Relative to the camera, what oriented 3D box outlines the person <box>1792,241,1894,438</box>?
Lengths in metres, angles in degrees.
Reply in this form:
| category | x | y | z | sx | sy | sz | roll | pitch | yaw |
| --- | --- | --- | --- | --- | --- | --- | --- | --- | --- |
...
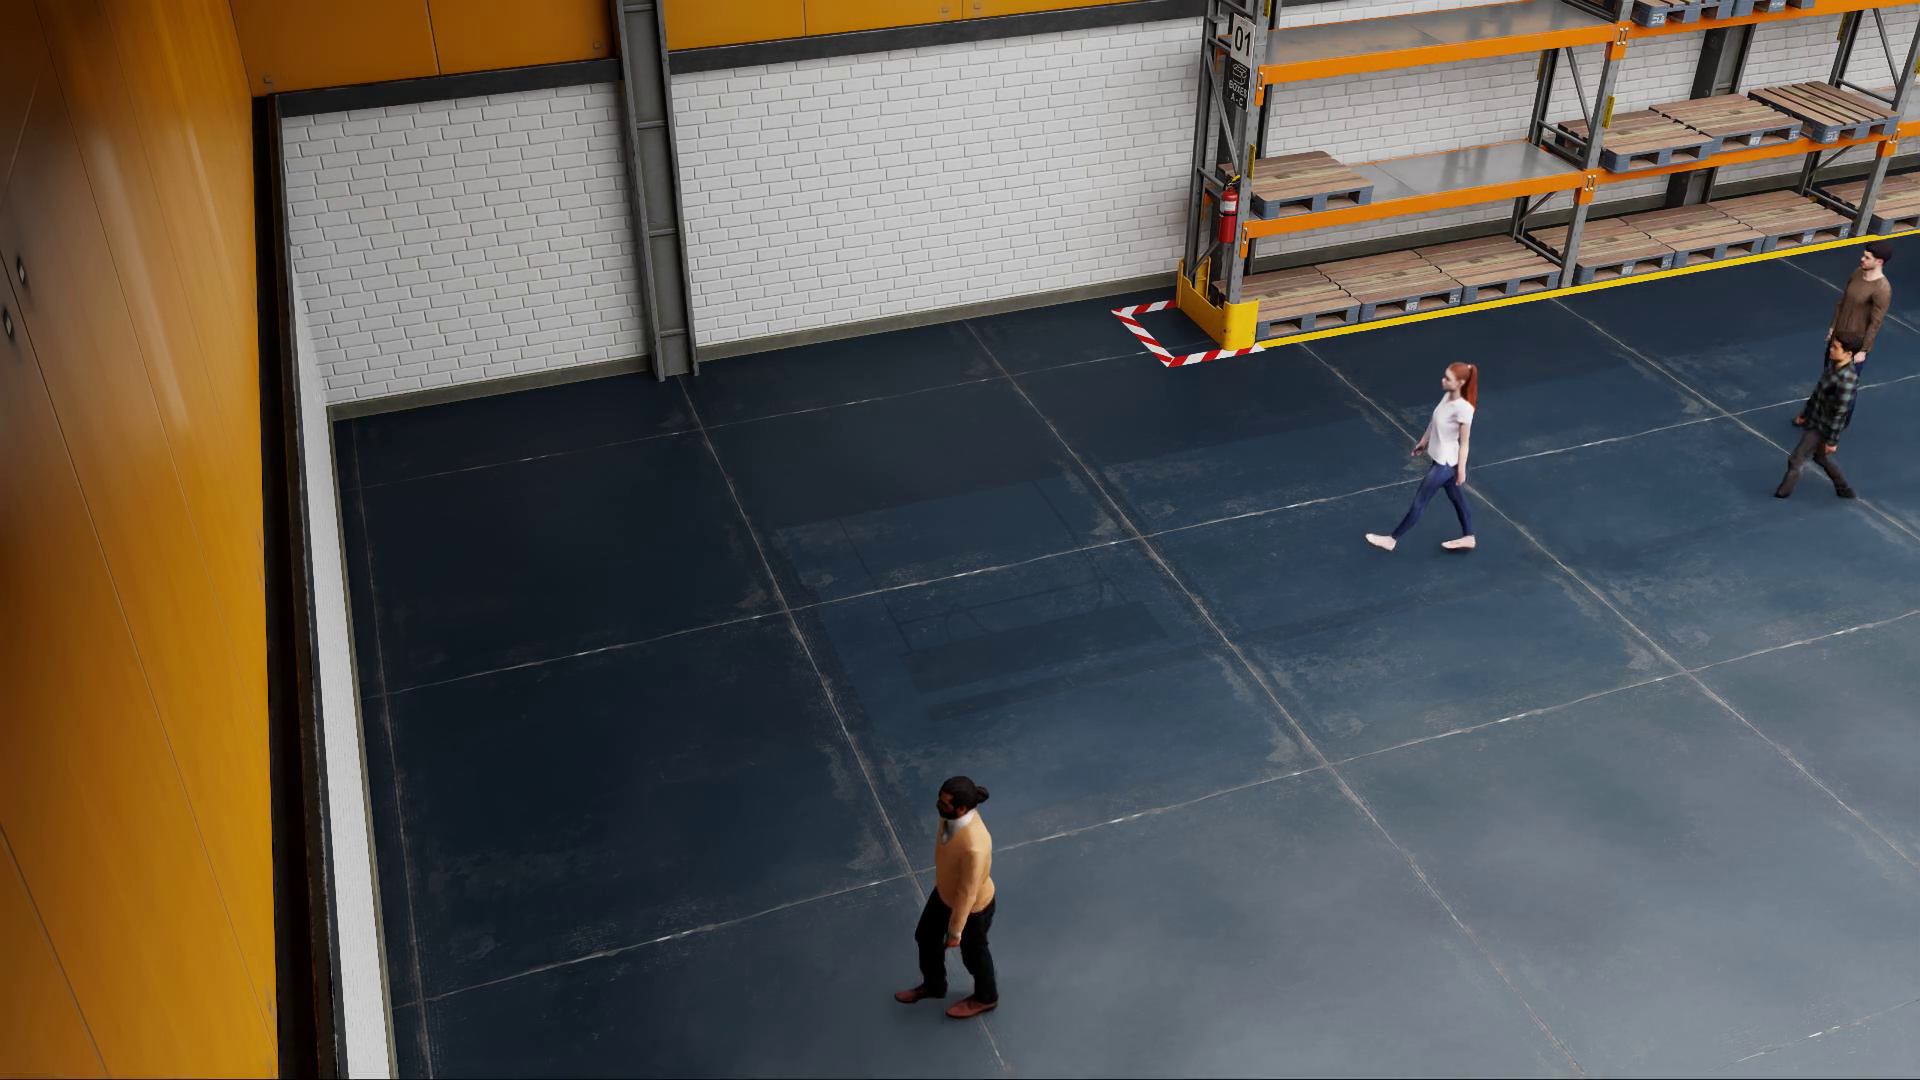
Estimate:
| category | x | y | z | sx | sy | sz | roll | pitch | yaw |
| --- | --- | --- | --- | --- | --- | --- | --- | --- | --- |
| person | 7.820 | -1.749 | 14.580 | 0.608 | 1.886 | 0.685 | -6 | 34 | -8 |

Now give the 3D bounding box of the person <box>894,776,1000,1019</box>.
| category | x | y | z | sx | sy | sz | roll | pitch | yaw |
| --- | --- | --- | --- | --- | --- | --- | --- | --- | --- |
| person | 0.096 | 1.965 | 9.127 | 0.777 | 1.736 | 0.662 | -13 | 36 | -19 |

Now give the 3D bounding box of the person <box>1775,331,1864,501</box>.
| category | x | y | z | sx | sy | sz | roll | pitch | yaw |
| --- | --- | --- | --- | --- | --- | --- | --- | --- | --- |
| person | 7.282 | -0.963 | 13.852 | 1.158 | 1.697 | 1.062 | 10 | 35 | 15 |

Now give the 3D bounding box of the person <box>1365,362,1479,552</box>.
| category | x | y | z | sx | sy | sz | roll | pitch | yaw |
| --- | --- | --- | --- | --- | --- | --- | --- | --- | --- |
| person | 3.901 | -0.608 | 13.041 | 1.199 | 1.689 | 0.895 | 3 | 34 | 4 |
